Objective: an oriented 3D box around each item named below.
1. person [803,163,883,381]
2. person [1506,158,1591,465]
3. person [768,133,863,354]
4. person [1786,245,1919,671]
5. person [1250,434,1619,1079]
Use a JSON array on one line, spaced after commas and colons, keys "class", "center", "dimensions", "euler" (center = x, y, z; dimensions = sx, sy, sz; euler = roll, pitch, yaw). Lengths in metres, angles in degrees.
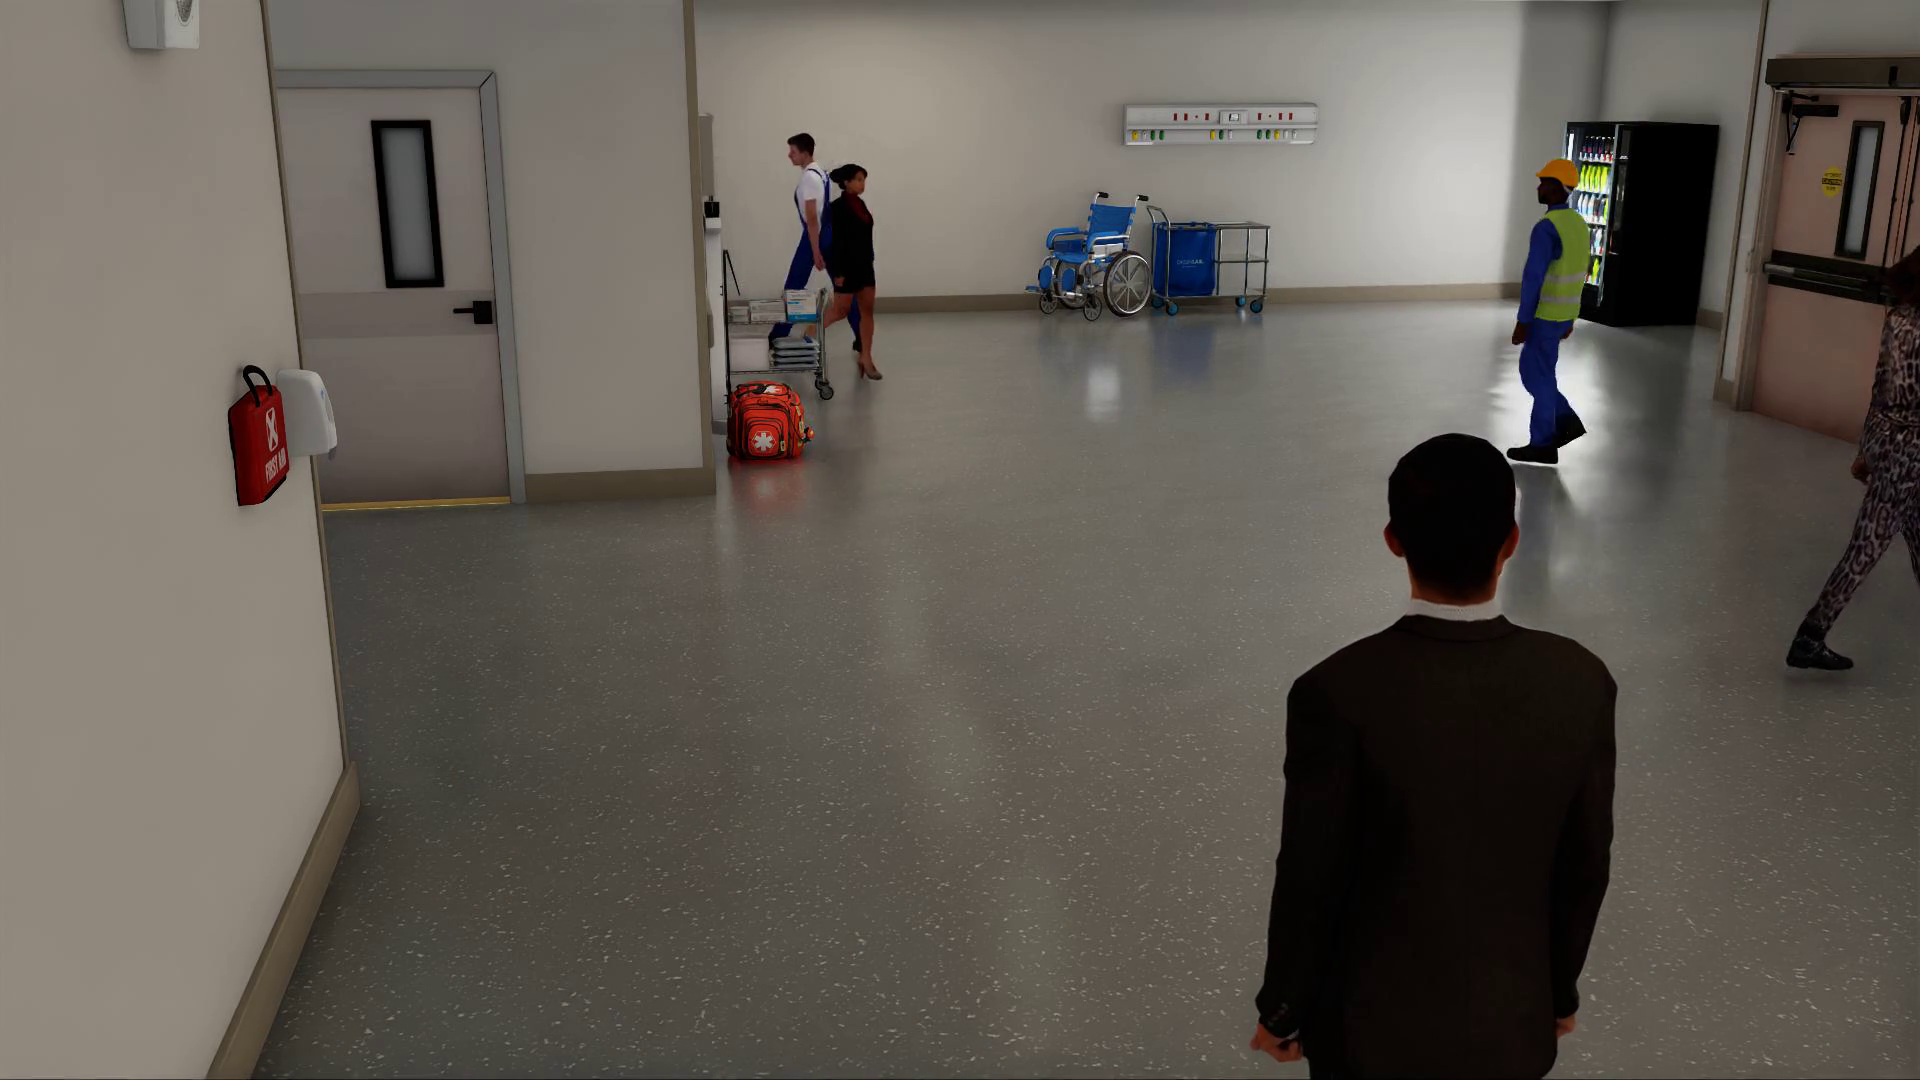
[{"class": "person", "center": [-0.882, -2.017, 12.648], "dimensions": [0.984, 1.619, 0.909], "euler": [12, 19, 36]}, {"class": "person", "center": [3.580, -1.334, 9.882], "dimensions": [0.886, 1.805, 0.827], "euler": [11, 19, 35]}, {"class": "person", "center": [-1.071, -2.376, 13.596], "dimensions": [1.217, 1.795, 1.263], "euler": [7, 17, 24]}, {"class": "person", "center": [3.514, -0.271, 6.364], "dimensions": [0.774, 1.668, 1.093], "euler": [0, 16, -2]}, {"class": "person", "center": [0.739, 0.722, 2.593], "dimensions": [0.701, 1.801, 0.569], "euler": [-1, 16, -4]}]
